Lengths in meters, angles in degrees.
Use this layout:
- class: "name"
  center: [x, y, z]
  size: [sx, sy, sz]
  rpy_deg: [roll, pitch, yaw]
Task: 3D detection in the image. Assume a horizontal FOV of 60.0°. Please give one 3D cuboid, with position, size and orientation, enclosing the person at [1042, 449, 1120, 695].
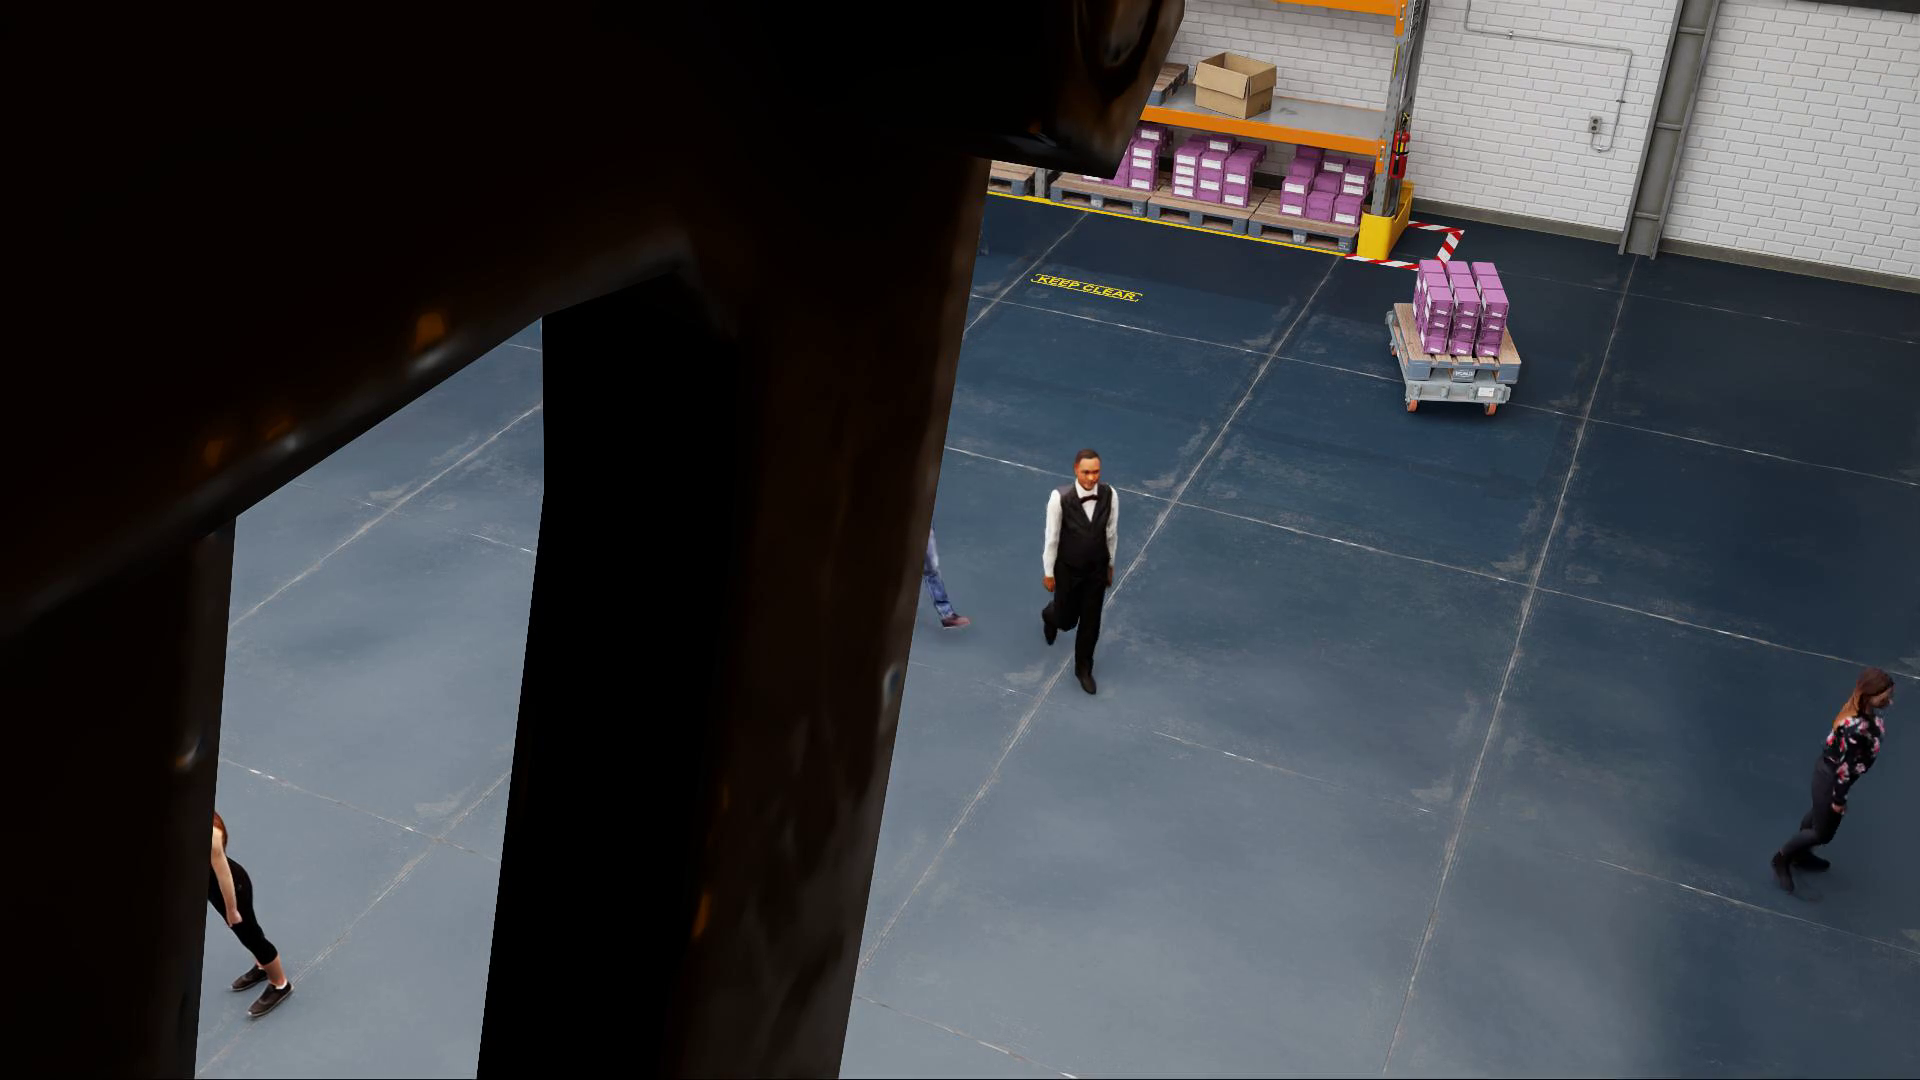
- class: "person"
  center: [0.835, 0.145, 11.831]
  size: [1.078, 1.902, 1.110]
  rpy_deg: [-9, 35, -13]

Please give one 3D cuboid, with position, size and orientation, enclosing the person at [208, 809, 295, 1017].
- class: "person"
  center: [-4.091, 1.943, 9.290]
  size: [0.692, 1.719, 0.592]
  rpy_deg: [-26, 42, -34]

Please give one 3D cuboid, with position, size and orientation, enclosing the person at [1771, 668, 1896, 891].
- class: "person"
  center: [5.302, 1.430, 10.101]
  size: [0.611, 1.675, 0.660]
  rpy_deg: [15, 36, 21]
